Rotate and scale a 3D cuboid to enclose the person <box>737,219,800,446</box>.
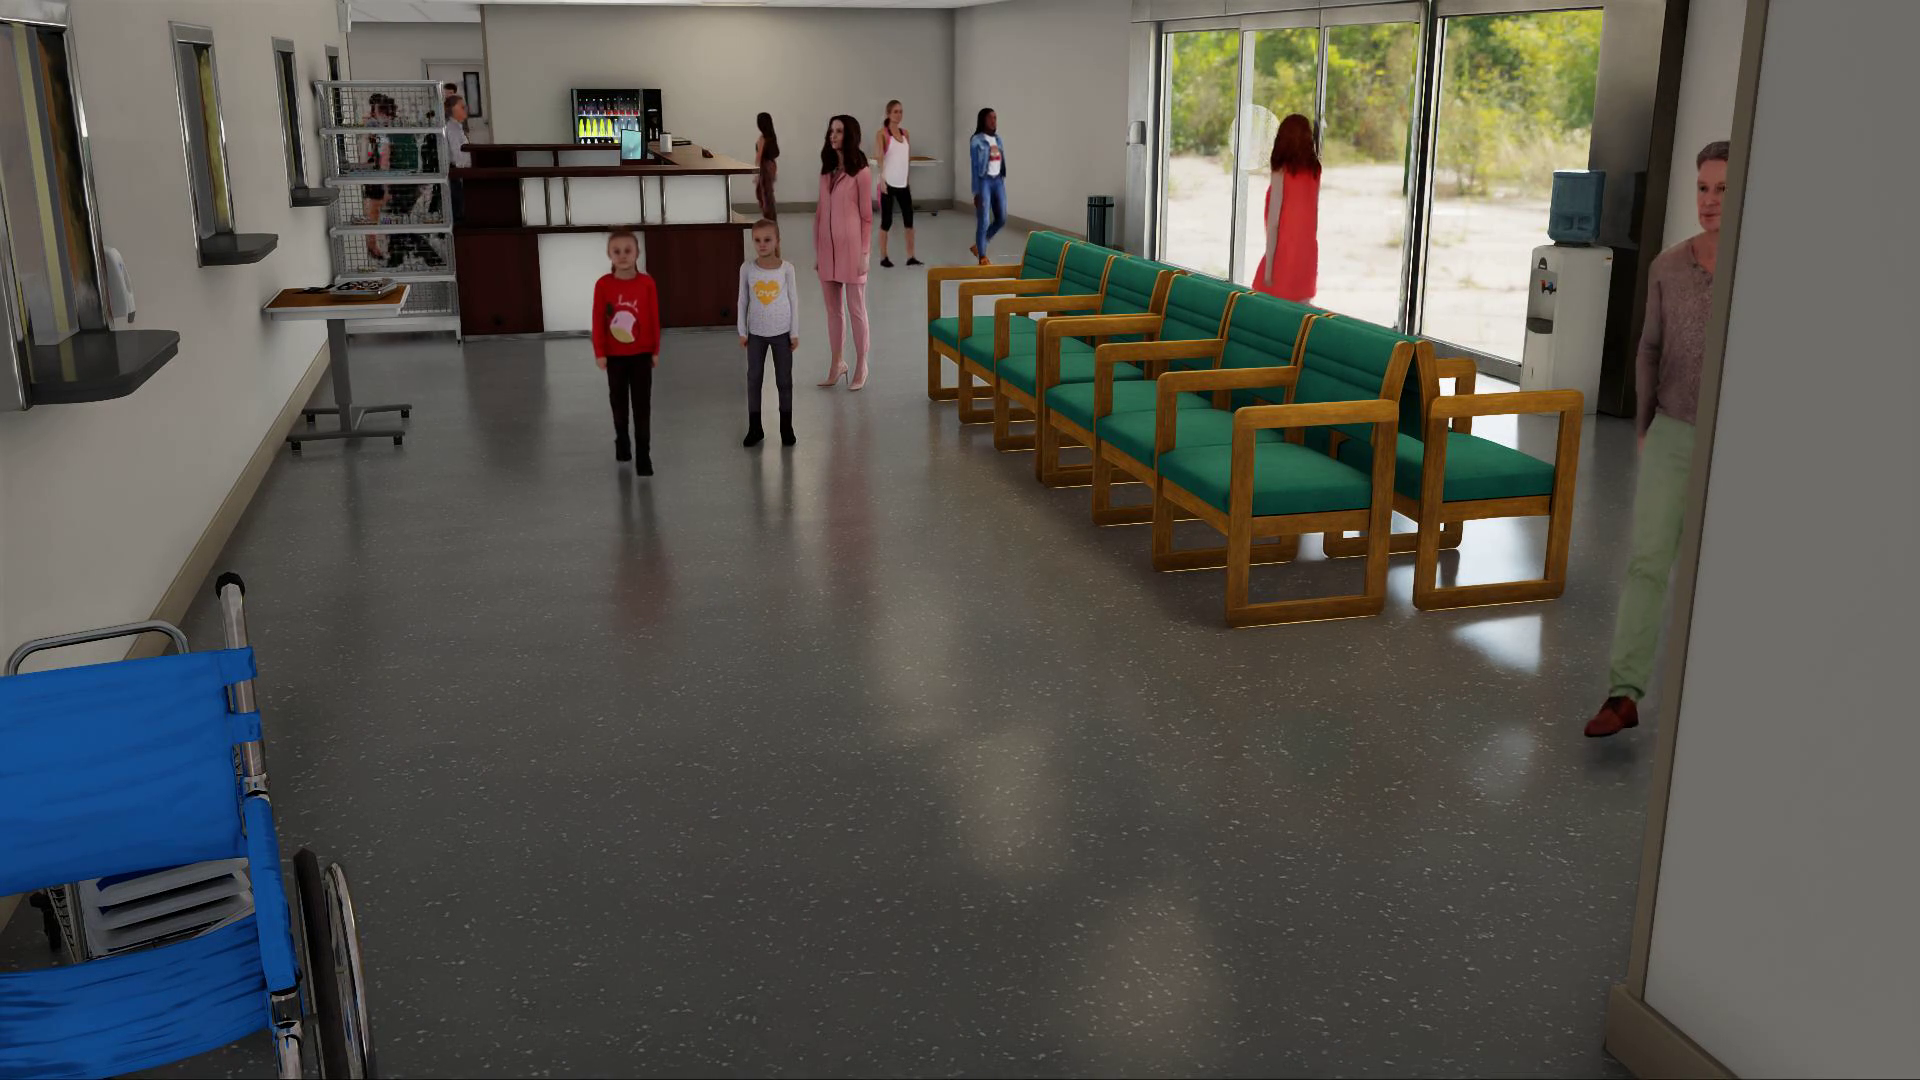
[{"bbox_3d":[-1.090,-1.192,9.511,0.485,1.279,0.597,-1,16,-3],"label":"person"}]

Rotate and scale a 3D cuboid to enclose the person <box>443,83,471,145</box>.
[{"bbox_3d":[-8.058,-6.349,26.739,1.254,1.856,1.297,9,18,28],"label":"person"}]

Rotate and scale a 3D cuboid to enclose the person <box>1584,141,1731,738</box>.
[{"bbox_3d":[2.451,-0.307,5.346,1.175,1.835,1.329,12,20,37],"label":"person"}]

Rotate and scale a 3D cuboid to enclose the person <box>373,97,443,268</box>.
[{"bbox_3d":[-5.599,-3.526,16.818,1.233,1.806,1.054,5,17,18],"label":"person"}]

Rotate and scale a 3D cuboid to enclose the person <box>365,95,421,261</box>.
[{"bbox_3d":[-6.490,-3.979,18.439,0.972,1.798,0.768,1,16,2],"label":"person"}]

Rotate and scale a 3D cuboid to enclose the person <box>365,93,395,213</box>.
[{"bbox_3d":[-8.738,-5.802,25.005,1.021,1.742,0.887,-11,19,-34],"label":"person"}]

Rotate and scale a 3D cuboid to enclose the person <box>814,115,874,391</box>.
[{"bbox_3d":[-0.766,-1.913,11.101,0.684,1.802,0.724,11,19,33],"label":"person"}]

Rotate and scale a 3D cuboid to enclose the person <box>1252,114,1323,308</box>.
[{"bbox_3d":[2.100,-1.682,10.275,0.818,1.806,0.797,-9,18,-29],"label":"person"}]

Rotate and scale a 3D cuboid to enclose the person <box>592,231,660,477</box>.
[{"bbox_3d":[-1.772,-0.988,8.835,0.841,1.252,0.560,-4,16,-13],"label":"person"}]

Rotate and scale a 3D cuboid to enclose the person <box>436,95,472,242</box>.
[{"bbox_3d":[-5.931,-4.230,19.318,0.736,1.804,0.683,-3,16,-9],"label":"person"}]

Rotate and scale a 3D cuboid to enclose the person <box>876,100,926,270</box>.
[{"bbox_3d":[-0.771,-3.757,17.719,0.949,1.762,0.875,-10,19,-33],"label":"person"}]

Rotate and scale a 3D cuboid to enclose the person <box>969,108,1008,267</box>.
[{"bbox_3d":[0.222,-3.654,17.460,0.771,1.703,0.819,-13,20,-38],"label":"person"}]

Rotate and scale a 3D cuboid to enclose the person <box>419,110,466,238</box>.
[{"bbox_3d":[-6.416,-4.532,20.822,1.199,1.568,1.007,4,16,14],"label":"person"}]

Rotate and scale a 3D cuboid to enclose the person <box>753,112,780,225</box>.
[{"bbox_3d":[-2.491,-4.884,22.092,0.756,1.558,0.706,6,17,20],"label":"person"}]
